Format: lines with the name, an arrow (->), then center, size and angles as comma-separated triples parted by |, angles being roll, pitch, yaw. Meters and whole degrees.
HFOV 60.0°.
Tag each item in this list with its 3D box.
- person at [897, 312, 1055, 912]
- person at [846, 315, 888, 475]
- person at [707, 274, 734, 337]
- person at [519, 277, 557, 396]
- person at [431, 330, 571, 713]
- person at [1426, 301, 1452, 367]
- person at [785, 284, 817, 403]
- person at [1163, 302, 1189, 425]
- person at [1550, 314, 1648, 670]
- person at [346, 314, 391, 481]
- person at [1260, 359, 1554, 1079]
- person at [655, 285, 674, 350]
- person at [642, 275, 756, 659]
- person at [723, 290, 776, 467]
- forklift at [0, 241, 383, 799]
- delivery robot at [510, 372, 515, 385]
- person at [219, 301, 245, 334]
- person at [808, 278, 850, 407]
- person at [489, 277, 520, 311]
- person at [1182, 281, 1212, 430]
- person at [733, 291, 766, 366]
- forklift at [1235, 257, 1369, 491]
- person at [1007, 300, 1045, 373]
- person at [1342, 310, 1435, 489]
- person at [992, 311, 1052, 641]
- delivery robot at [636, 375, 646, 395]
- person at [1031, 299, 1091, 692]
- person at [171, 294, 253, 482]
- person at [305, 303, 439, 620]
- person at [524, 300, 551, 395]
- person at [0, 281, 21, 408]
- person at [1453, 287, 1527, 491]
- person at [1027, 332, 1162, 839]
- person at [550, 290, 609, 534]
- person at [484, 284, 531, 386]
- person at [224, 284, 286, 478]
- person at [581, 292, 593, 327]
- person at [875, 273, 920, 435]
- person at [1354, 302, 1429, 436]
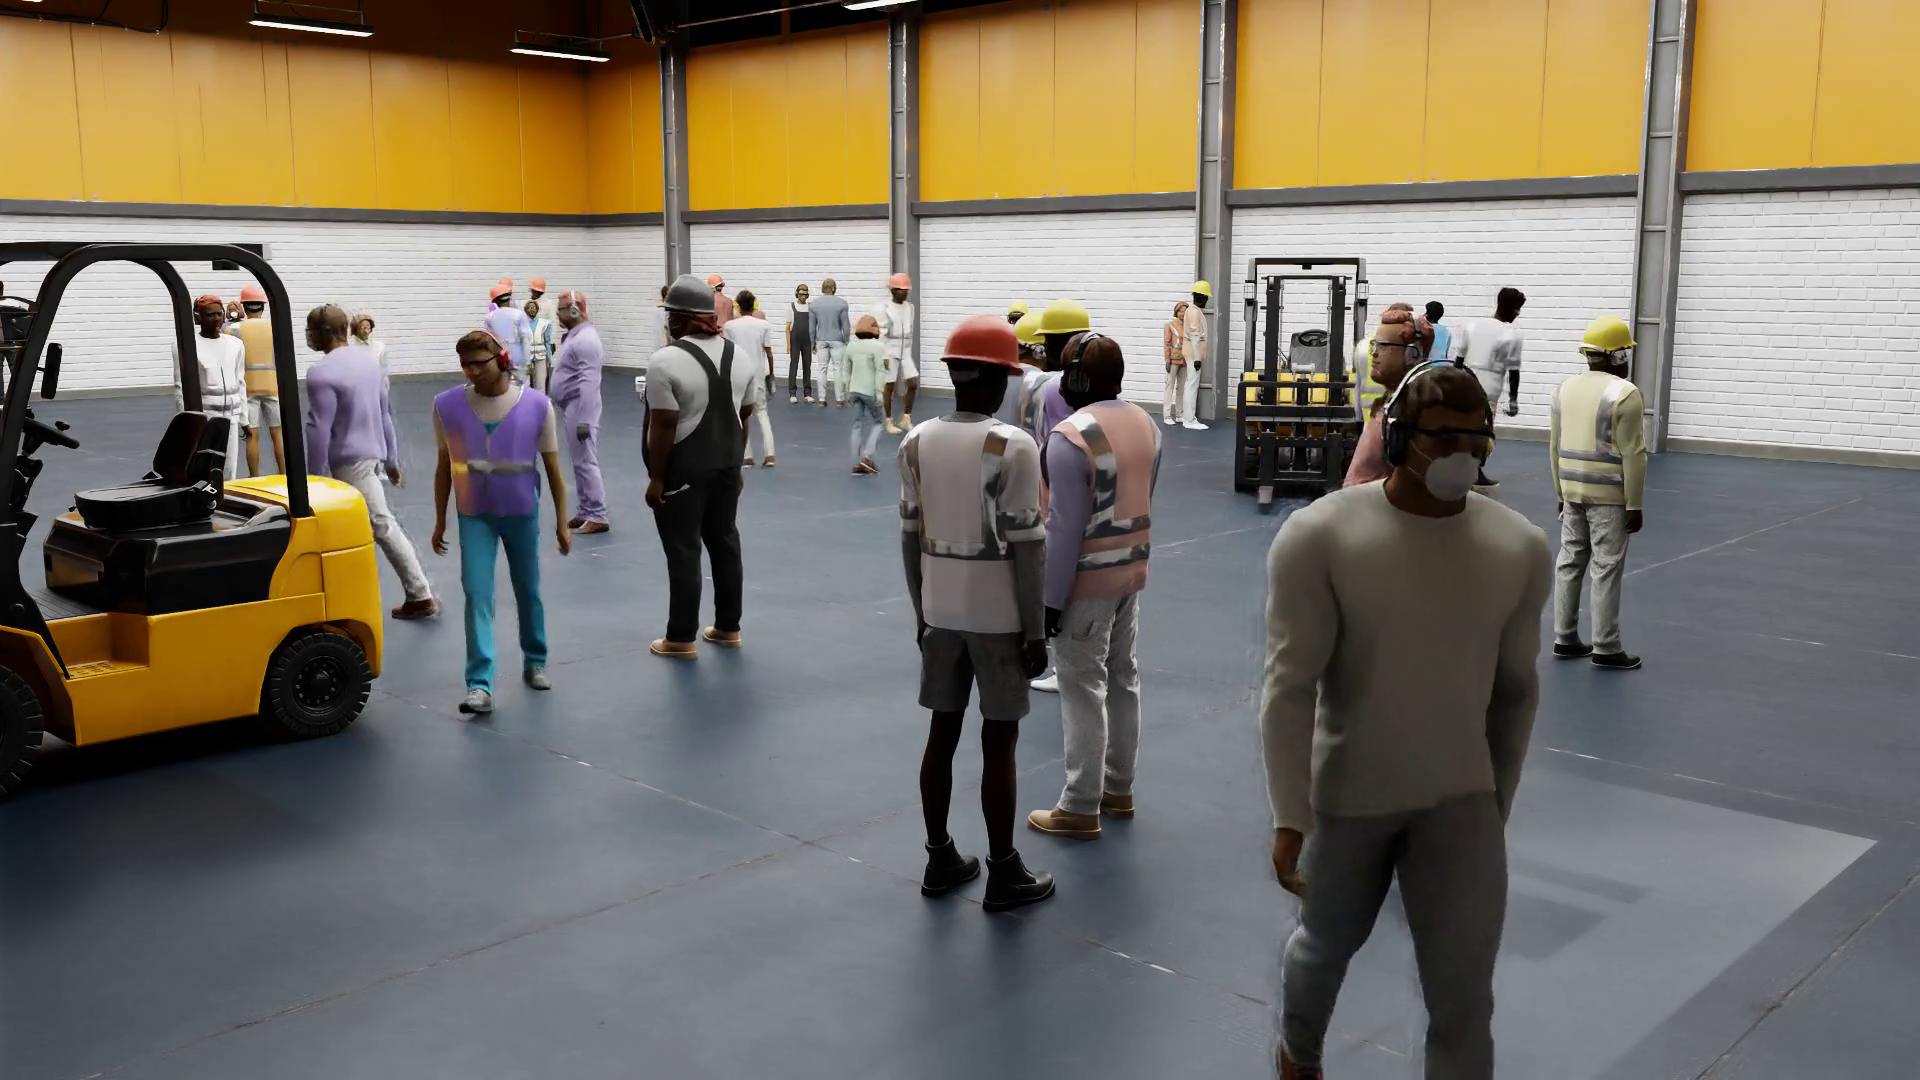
person -> 0.064, 0.235, 5.404 | 0.543, 1.933, 0.364 | 7, 11, 36
person -> -0.957, -1.452, 16.714 | 0.522, 1.605, 0.401 | 7, 12, 37
person -> -3.755, -3.120, 25.812 | 0.407, 1.986, 0.615 | 6, 11, 33
person -> -6.425, -3.026, 25.335 | 0.642, 1.952, 0.481 | 2, 9, 9
person -> -2.183, -0.093, 7.867 | 0.663, 1.778, 0.942 | -1, 9, -7
person -> 5.651, -2.007, 19.899 | 0.535, 1.690, 0.320 | -6, 11, -34
person -> -2.448, -3.031, 25.714 | 0.504, 1.841, 0.344 | -4, 10, -25
person -> 2.913, -2.352, 22.167 | 0.512, 1.638, 0.312 | -7, 11, -35
person -> 3.329, -0.245, 8.642 | 0.403, 1.837, 0.590 | -4, 10, -24
person -> -5.790, -1.374, 16.173 | 0.511, 1.638, 0.308 | -9, 13, -44
person -> 0.949, 0.545, 3.655 | 0.643, 1.897, 1.018 | 0, 9, -2
person -> -4.277, -2.826, 24.458 | 0.395, 1.834, 0.582 | -5, 11, -28
person -> -1.455, -0.396, 8.940 | 0.538, 2.000, 0.687 | 7, 12, 38
person -> -2.191, -1.667, 17.358 | 0.542, 1.845, 0.387 | -1, 9, -5
forklift -> -3.706, -0.171, 7.093 | 1.214, 2.155, 2.313 | 9, 13, 43
delivery robot -> -7.108, -2.521, 26.206 | 0.477, 0.478, 0.707 | -4, 11, -25
person -> -9.898, -2.453, 22.793 | 0.498, 1.634, 0.280 | -3, 10, -18
person -> -1.950, -2.954, 24.952 | 0.648, 1.936, 0.363 | 2, 9, 10
person -> -7.149, -3.177, 26.307 | 0.550, 1.935, 0.376 | -8, 12, -40
person -> 3.065, -2.388, 21.534 | 0.381, 1.917, 0.585 | 1, 9, 4
person -> -3.295, -3.070, 26.267 | 0.548, 1.741, 0.521 | -1, 9, -7
forklift -> 3.309, -1.629, 16.029 | 1.214, 2.155, 2.313 | 2, 9, 11
person -> 0.570, -1.463, 16.326 | 0.533, 1.765, 0.324 | -1, 9, -5
person -> 1.700, 0.057, 6.558 | 0.407, 1.913, 0.641 | 1, 9, 8
person -> 0.411, -0.354, 9.316 | 0.403, 1.835, 0.586 | -5, 11, -30
delivery robot -> -4.696, -2.439, 25.722 | 0.477, 0.478, 0.707 | 5, 10, 27
person -> 0.525, -0.211, 8.156 | 0.384, 1.924, 0.593 | 4, 10, 24
person -> -5.560, -0.883, 12.412 | 0.358, 1.882, 0.574 | 6, 11, 32
person -> -3.580, -0.450, 9.793 | 1.085, 1.873, 0.638 | 1, 9, 8
person -> -5.957, -2.523, 23.195 | 0.514, 1.645, 0.309 | -4, 10, -24
person -> -14.259, -2.915, 24.775 | 0.587, 1.913, 0.391 | -6, 11, -34
person -> 4.830, -1.347, 15.179 | 0.703, 1.909, 0.696 | -5, 11, -28
person -> 0.469, 0.167, 6.098 | 0.429, 1.844, 0.622 | 7, 11, 35
person -> -3.006, -1.000, 13.062 | 0.403, 1.907, 0.651 | -3, 10, -17
person -> -5.549, -2.201, 20.471 | 0.602, 1.889, 0.499 | 0, 9, -1
person -> -6.402, -1.364, 15.201 | 0.551, 1.932, 0.378 | -5, 11, -28
person -> -7.287, -3.947, 31.948 | 0.500, 1.636, 0.284 | 0, 9, -1
person -> -0.756, -2.303, 20.701 | 0.611, 2.016, 0.638 | -7, 11, -36
person -> 3.314, -0.934, 12.923 | 0.640, 1.820, 0.711 | 8, 12, 39
